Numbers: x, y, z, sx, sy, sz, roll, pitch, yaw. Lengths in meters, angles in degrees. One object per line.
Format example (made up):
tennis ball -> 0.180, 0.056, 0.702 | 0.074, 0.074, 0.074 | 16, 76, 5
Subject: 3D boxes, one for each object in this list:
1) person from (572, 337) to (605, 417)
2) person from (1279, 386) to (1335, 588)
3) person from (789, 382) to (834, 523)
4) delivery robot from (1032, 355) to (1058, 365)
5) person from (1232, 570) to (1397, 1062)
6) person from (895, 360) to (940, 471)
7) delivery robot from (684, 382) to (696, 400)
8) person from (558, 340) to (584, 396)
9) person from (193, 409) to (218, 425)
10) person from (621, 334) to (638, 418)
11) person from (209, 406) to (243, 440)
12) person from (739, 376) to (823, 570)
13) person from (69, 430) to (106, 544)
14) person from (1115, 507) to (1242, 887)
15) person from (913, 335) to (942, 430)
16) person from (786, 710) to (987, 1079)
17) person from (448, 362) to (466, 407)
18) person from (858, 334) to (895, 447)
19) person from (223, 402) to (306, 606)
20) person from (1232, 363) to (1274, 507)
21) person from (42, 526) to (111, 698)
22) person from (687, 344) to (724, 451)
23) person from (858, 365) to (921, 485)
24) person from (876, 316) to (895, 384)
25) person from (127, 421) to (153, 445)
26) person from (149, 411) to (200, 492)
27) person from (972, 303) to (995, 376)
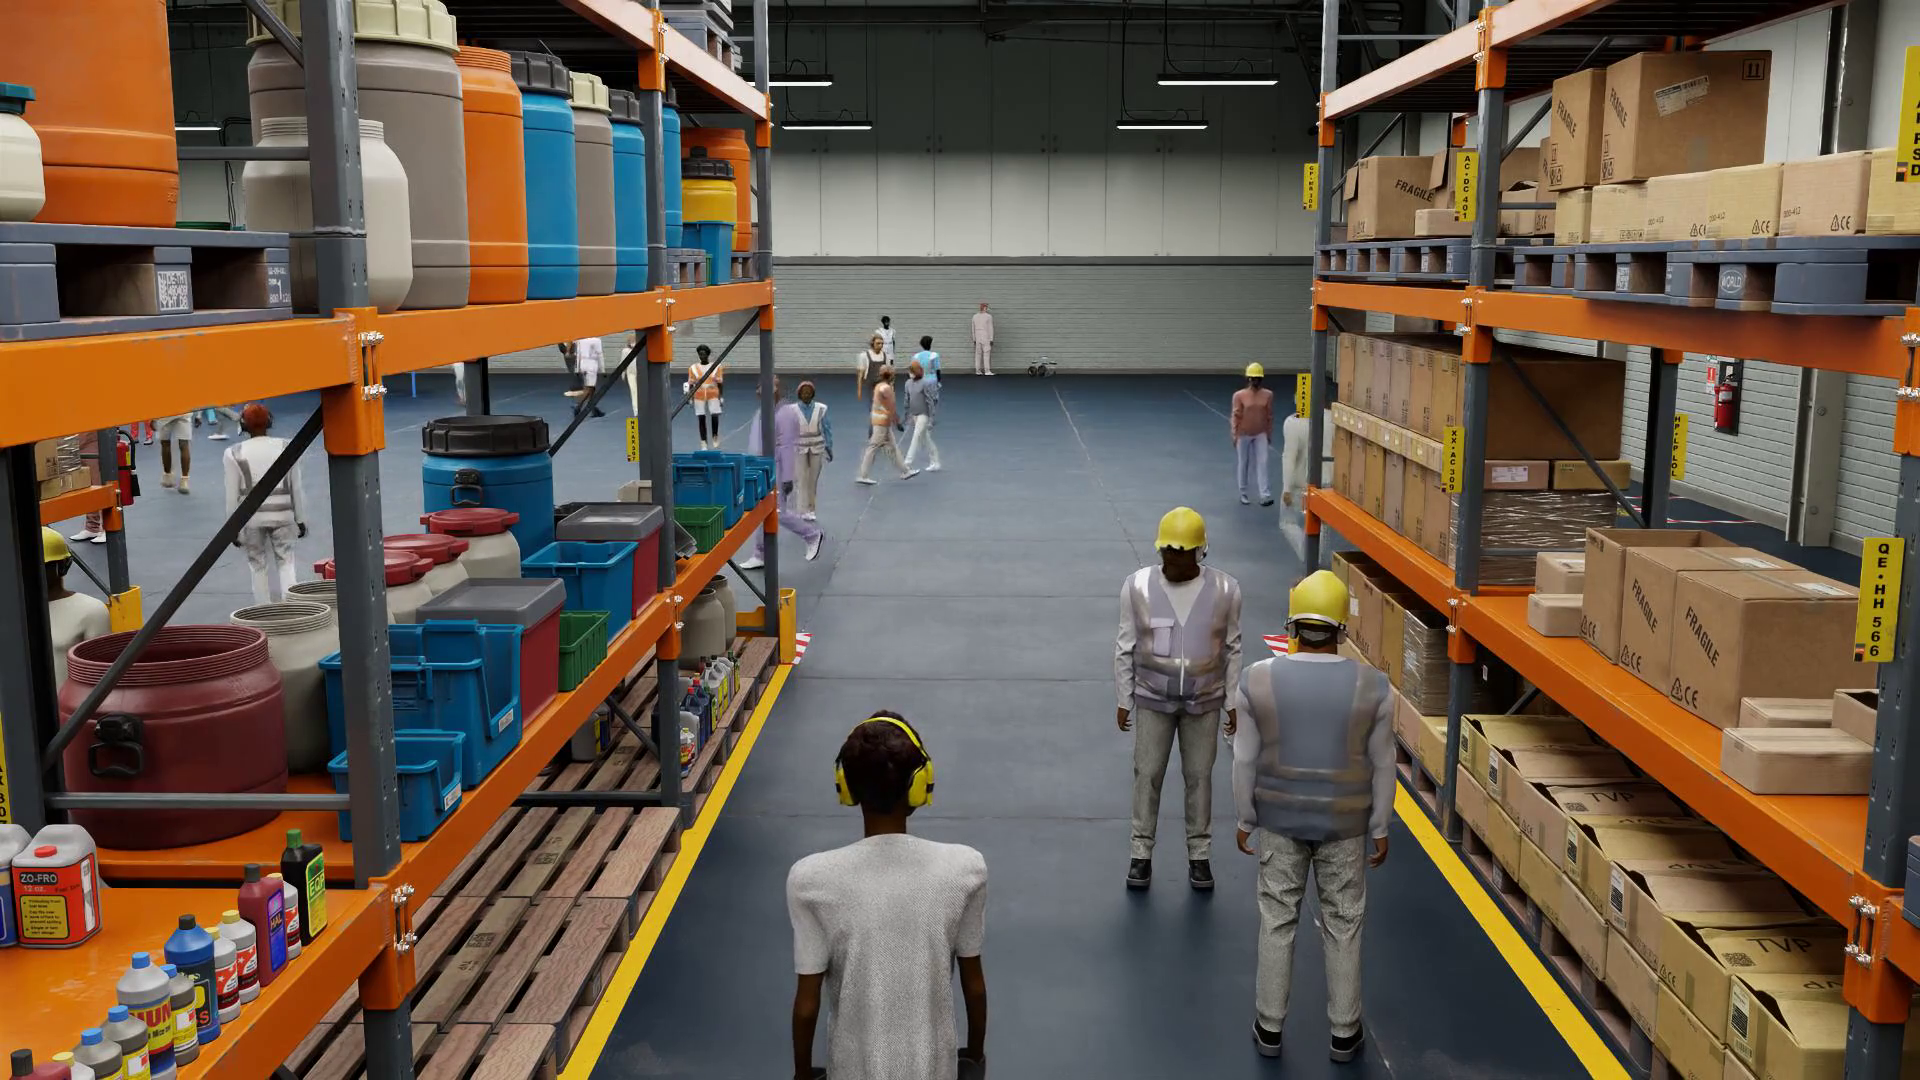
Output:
person -> -7.106, -3.263, 31.647 | 0.559, 1.907, 0.872 | 6, 11, 33
person -> 3.140, -0.493, 14.939 | 0.639, 1.924, 0.465 | -5, 11, -27
person -> -1.705, -0.984, 18.839 | 0.532, 1.598, 0.818 | -2, 10, -14
delivery robot -> 2.203, -4.699, 43.305 | 0.698, 0.223, 0.335 | 7, 12, 37
person -> 1.307, 1.019, 6.165 | 0.591, 1.833, 0.403 | 2, 10, 13
person -> -0.585, -1.735, 23.386 | 0.848, 1.578, 0.513 | -8, 12, -39
delivery robot -> -5.598, -3.201, 35.106 | 0.477, 0.478, 0.707 | -4, 10, -22
person -> -8.664, -4.212, 37.004 | 0.536, 2.000, 0.688 | 2, 10, 10
person -> -13.823, -3.014, 30.277 | 0.567, 1.846, 0.389 | 0, 9, 0
person -> -6.250, -3.174, 32.013 | 0.517, 1.582, 0.858 | -3, 10, -18
person -> -12.265, -2.610, 27.714 | 0.665, 1.889, 0.646 | 0, 9, 1
person -> -1.759, -0.665, 16.101 | 0.749, 1.886, 0.650 | -6, 11, -31
person -> -9.214, -0.925, 17.589 | 0.641, 1.908, 0.407 | 6, 11, 32
person -> 1.029, 0.743, 7.842 | 0.599, 1.823, 0.403 | 1, 10, 4
person -> -0.611, -2.773, 29.316 | 0.542, 1.679, 0.629 | 6, 11, 32
person -> -0.181, 1.346, 4.118 | 0.520, 1.865, 0.335 | -2, 10, -11
person -> -10.153, -3.691, 34.099 | 0.658, 1.922, 0.473 | -4, 10, -25
person -> -1.294, -2.366, 26.508 | 0.534, 1.799, 0.966 | -5, 11, -27
person -> -5.439, -0.150, 13.057 | 0.594, 1.870, 0.502 | -6, 11, -32
person -> 3.554, -1.258, 20.076 | 0.548, 1.722, 0.882 | -1, 10, -6
person -> -4.137, 0.808, 7.622 | 0.523, 1.769, 0.316 | 0, 9, -1
person -> -3.953, -2.194, 25.837 | 0.560, 1.683, 0.371 | -1, 9, -4
person -> -0.963, -1.536, 22.187 | 0.893, 1.590, 0.504 | -2, 10, -11
person -> -1.853, -4.656, 40.710 | 0.545, 1.655, 0.865 | -4, 10, -21
person -> -13.401, -2.435, 27.055 | 0.532, 1.768, 0.311 | 1, 10, 7
person -> -10.222, -1.649, 21.596 | 0.646, 2.009, 0.932 | -6, 11, -34
person -> 0.626, -5.254, 43.535 | 0.642, 1.902, 0.399 | 7, 12, 37
